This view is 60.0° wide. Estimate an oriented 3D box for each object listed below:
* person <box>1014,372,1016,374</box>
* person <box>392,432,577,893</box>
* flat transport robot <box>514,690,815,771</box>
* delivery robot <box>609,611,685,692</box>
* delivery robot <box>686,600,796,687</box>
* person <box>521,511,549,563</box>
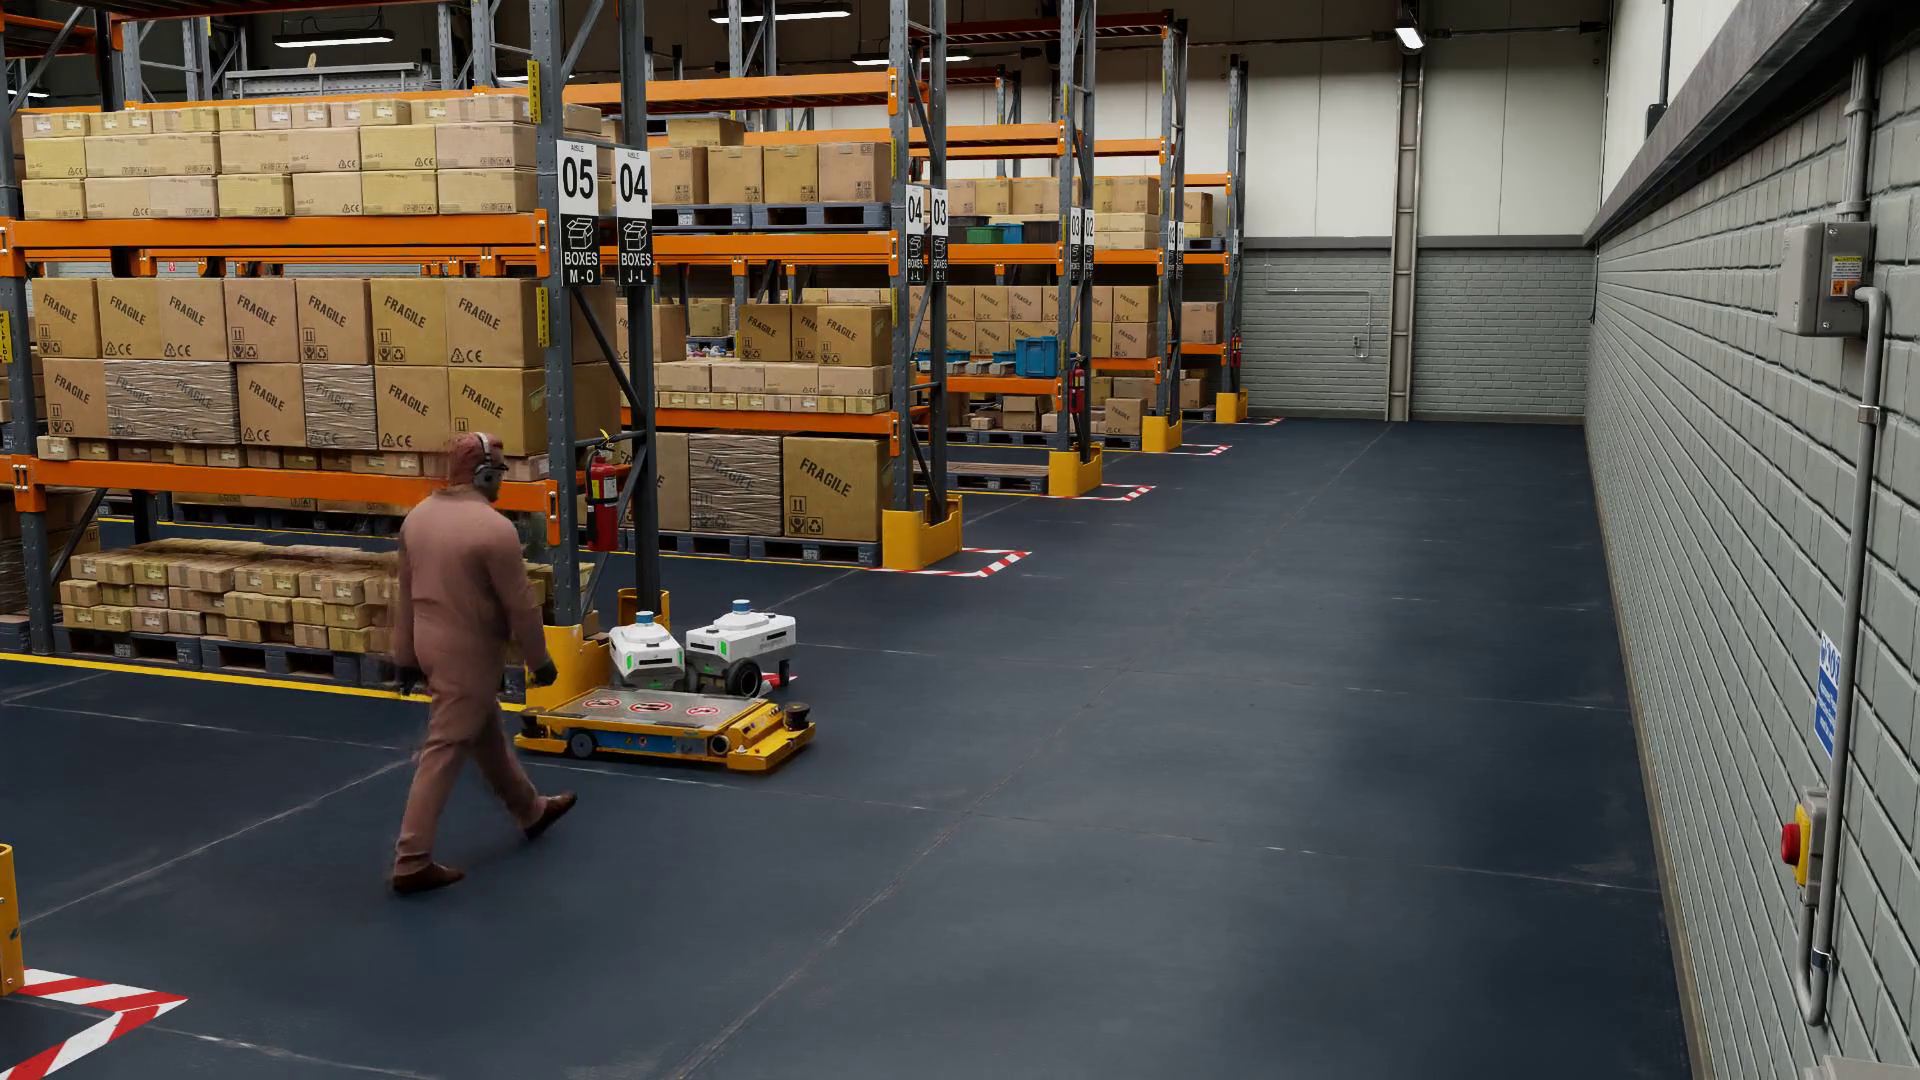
[{"bbox_3d":[1.077,-2.528,25.759,0.979,1.842,0.592,3,10,19],"label":"person"},{"bbox_3d":[-1.979,0.479,6.917,0.647,1.848,1.019,9,12,43],"label":"person"},{"bbox_3d":[-1.547,0.974,8.747,1.431,0.197,0.652,3,10,17],"label":"flat transport robot"},{"bbox_3d":[-1.809,0.653,9.576,0.477,0.478,0.707,-3,10,-19],"label":"delivery robot"},{"bbox_3d":[-1.297,0.599,9.911,0.477,0.478,0.707,6,11,33],"label":"delivery robot"},{"bbox_3d":[-3.117,-0.331,12.380,0.660,1.722,0.485,5,10,27],"label":"person"}]
